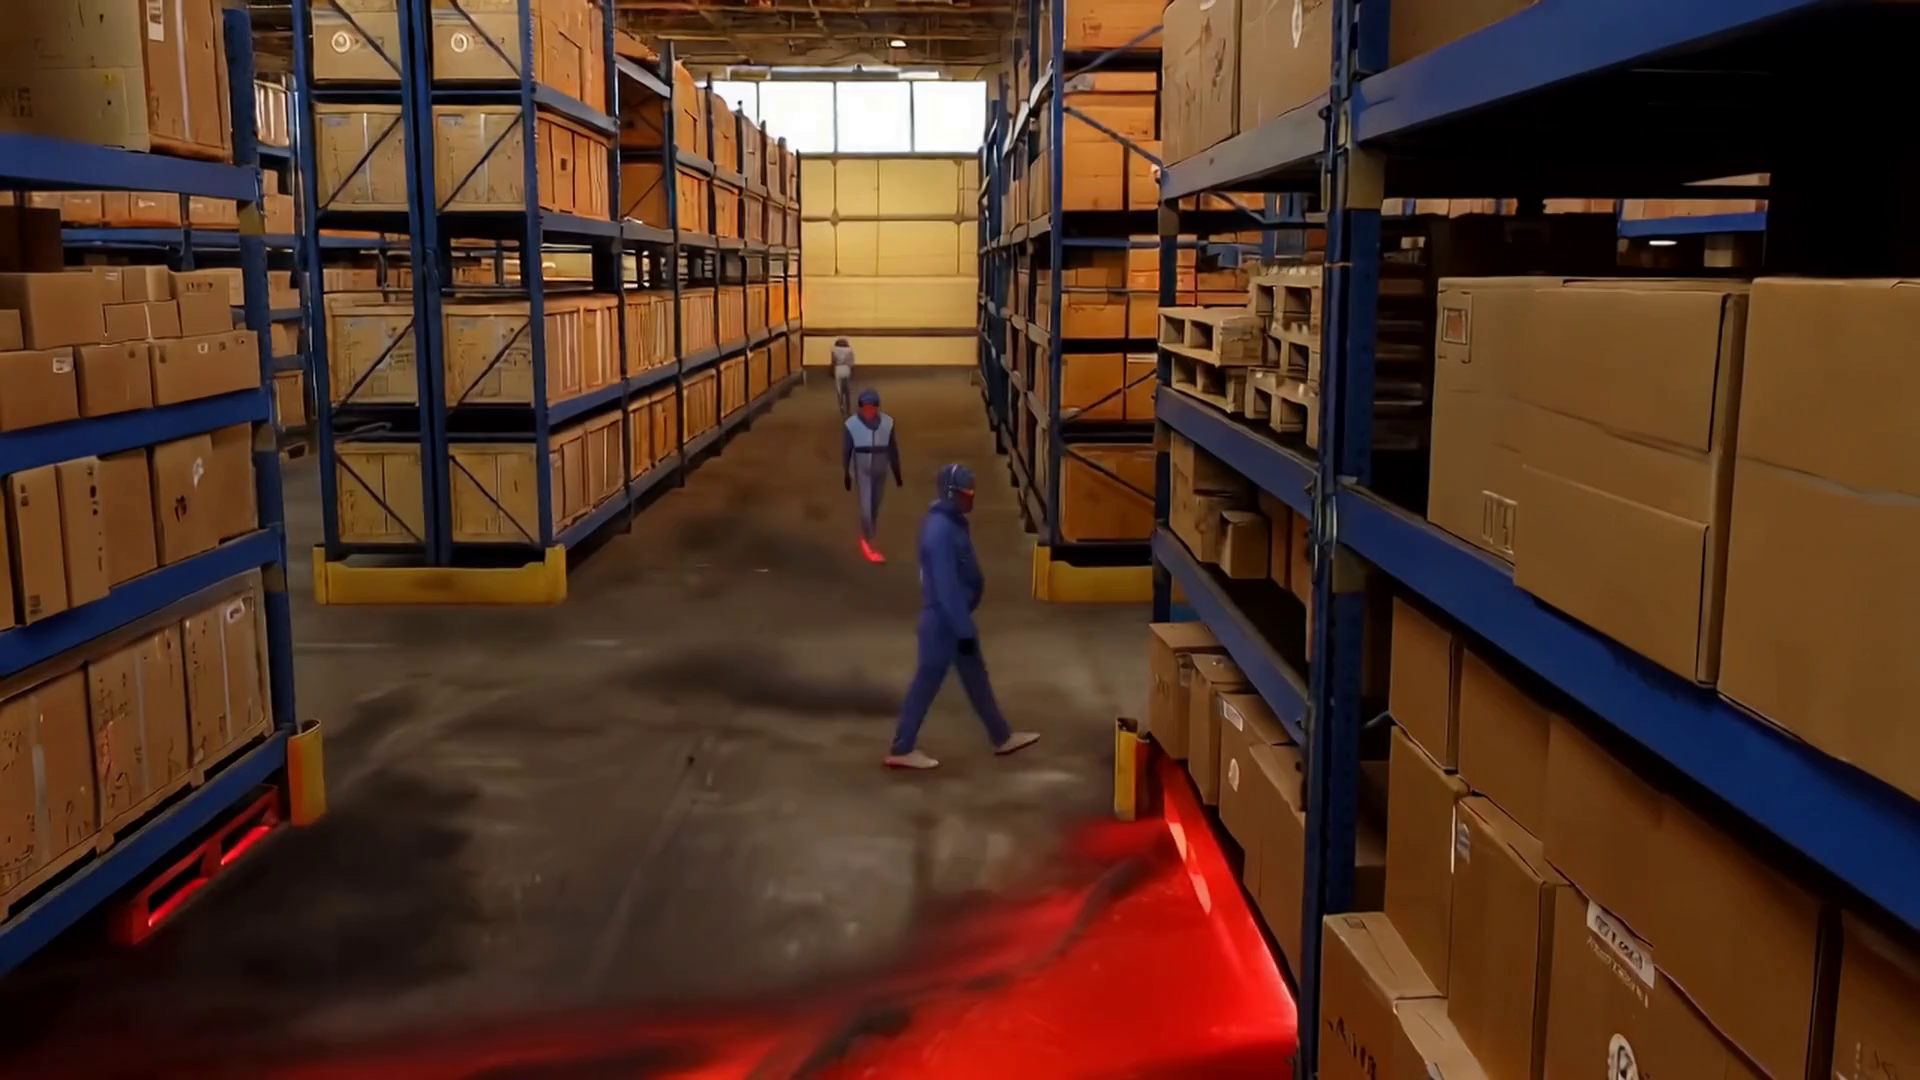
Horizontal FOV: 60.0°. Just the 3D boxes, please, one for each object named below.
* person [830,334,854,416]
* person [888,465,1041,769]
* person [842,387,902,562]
[{"bbox_3d":[-2.436,-3.410,34.376,0.500,1.695,0.896,-1,9,-5],"label":"person"},{"bbox_3d":[0.009,0.474,10.094,0.985,1.853,0.677,0,9,-2],"label":"person"},{"bbox_3d":[-0.955,-0.720,17.579,0.567,1.805,0.960,-4,10,-24],"label":"person"}]
